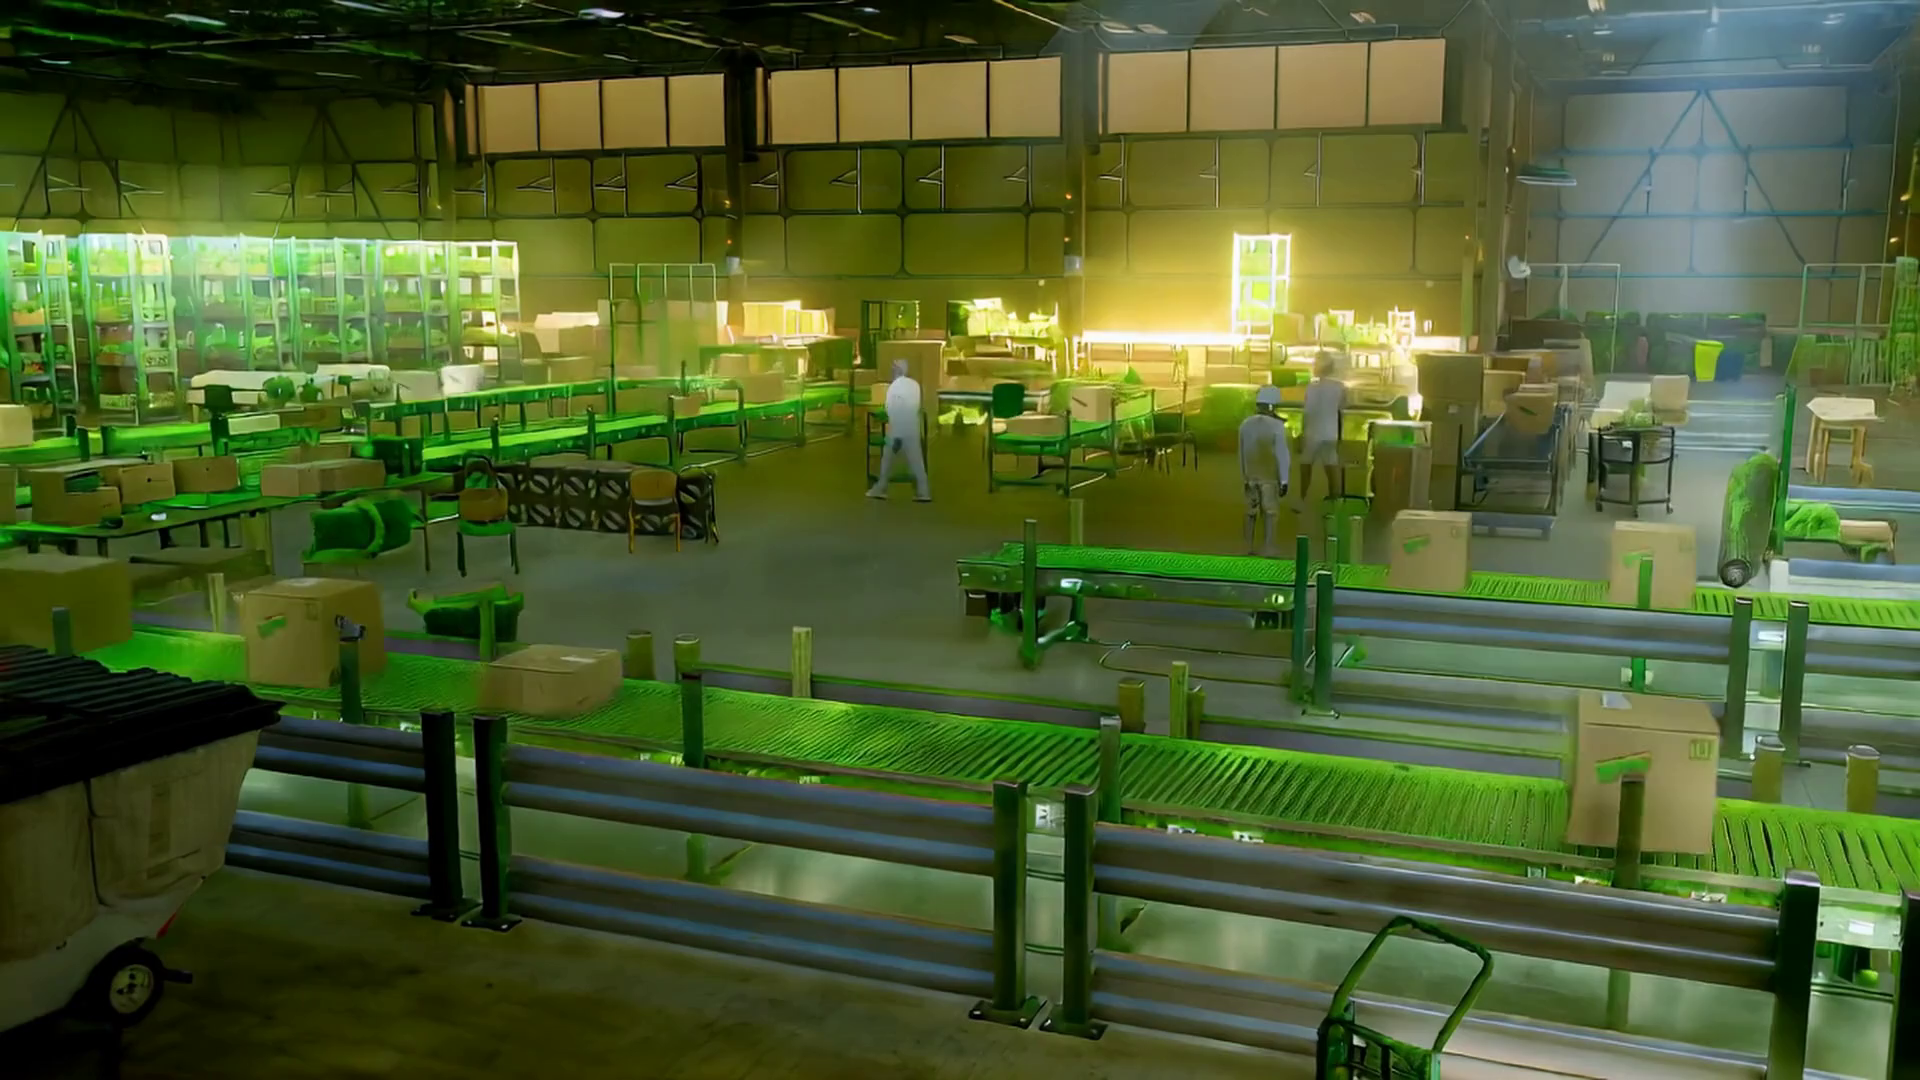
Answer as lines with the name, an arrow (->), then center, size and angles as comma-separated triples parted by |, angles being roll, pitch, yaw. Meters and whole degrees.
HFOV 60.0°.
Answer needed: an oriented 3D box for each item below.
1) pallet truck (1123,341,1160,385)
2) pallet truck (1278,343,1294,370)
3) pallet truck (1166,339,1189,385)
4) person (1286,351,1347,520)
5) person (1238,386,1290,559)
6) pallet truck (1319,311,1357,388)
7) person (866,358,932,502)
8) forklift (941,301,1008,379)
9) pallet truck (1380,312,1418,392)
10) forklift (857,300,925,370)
pallet truck -> 4.445, -4.380, 41.279 | 0.680, 1.201, 1.601 | 4, 10, 22
pallet truck -> 7.886, -4.163, 39.743 | 0.653, 1.274, 1.630 | 4, 10, 22
pallet truck -> 5.418, -4.269, 40.420 | 0.704, 1.261, 1.522 | 3, 10, 20
person -> 4.310, -1.267, 20.063 | 0.646, 2.000, 0.961 | -3, 10, -18
person -> 3.071, -0.626, 16.706 | 0.404, 1.833, 0.587 | -8, 12, -41
pallet truck -> 9.071, -4.419, 39.190 | 0.823, 1.965, 1.885 | 5, 10, 26
person -> -0.743, -1.398, 21.351 | 0.923, 1.860, 0.643 | 7, 12, 35
forklift -> 0.365, -4.966, 41.571 | 1.157, 1.987, 2.680 | 3, 10, 20
pallet truck -> 10.207, -4.283, 38.369 | 0.823, 1.965, 1.885 | 3, 10, 20
forklift -> -1.732, -5.109, 42.468 | 1.157, 1.987, 2.680 | 4, 10, 22
